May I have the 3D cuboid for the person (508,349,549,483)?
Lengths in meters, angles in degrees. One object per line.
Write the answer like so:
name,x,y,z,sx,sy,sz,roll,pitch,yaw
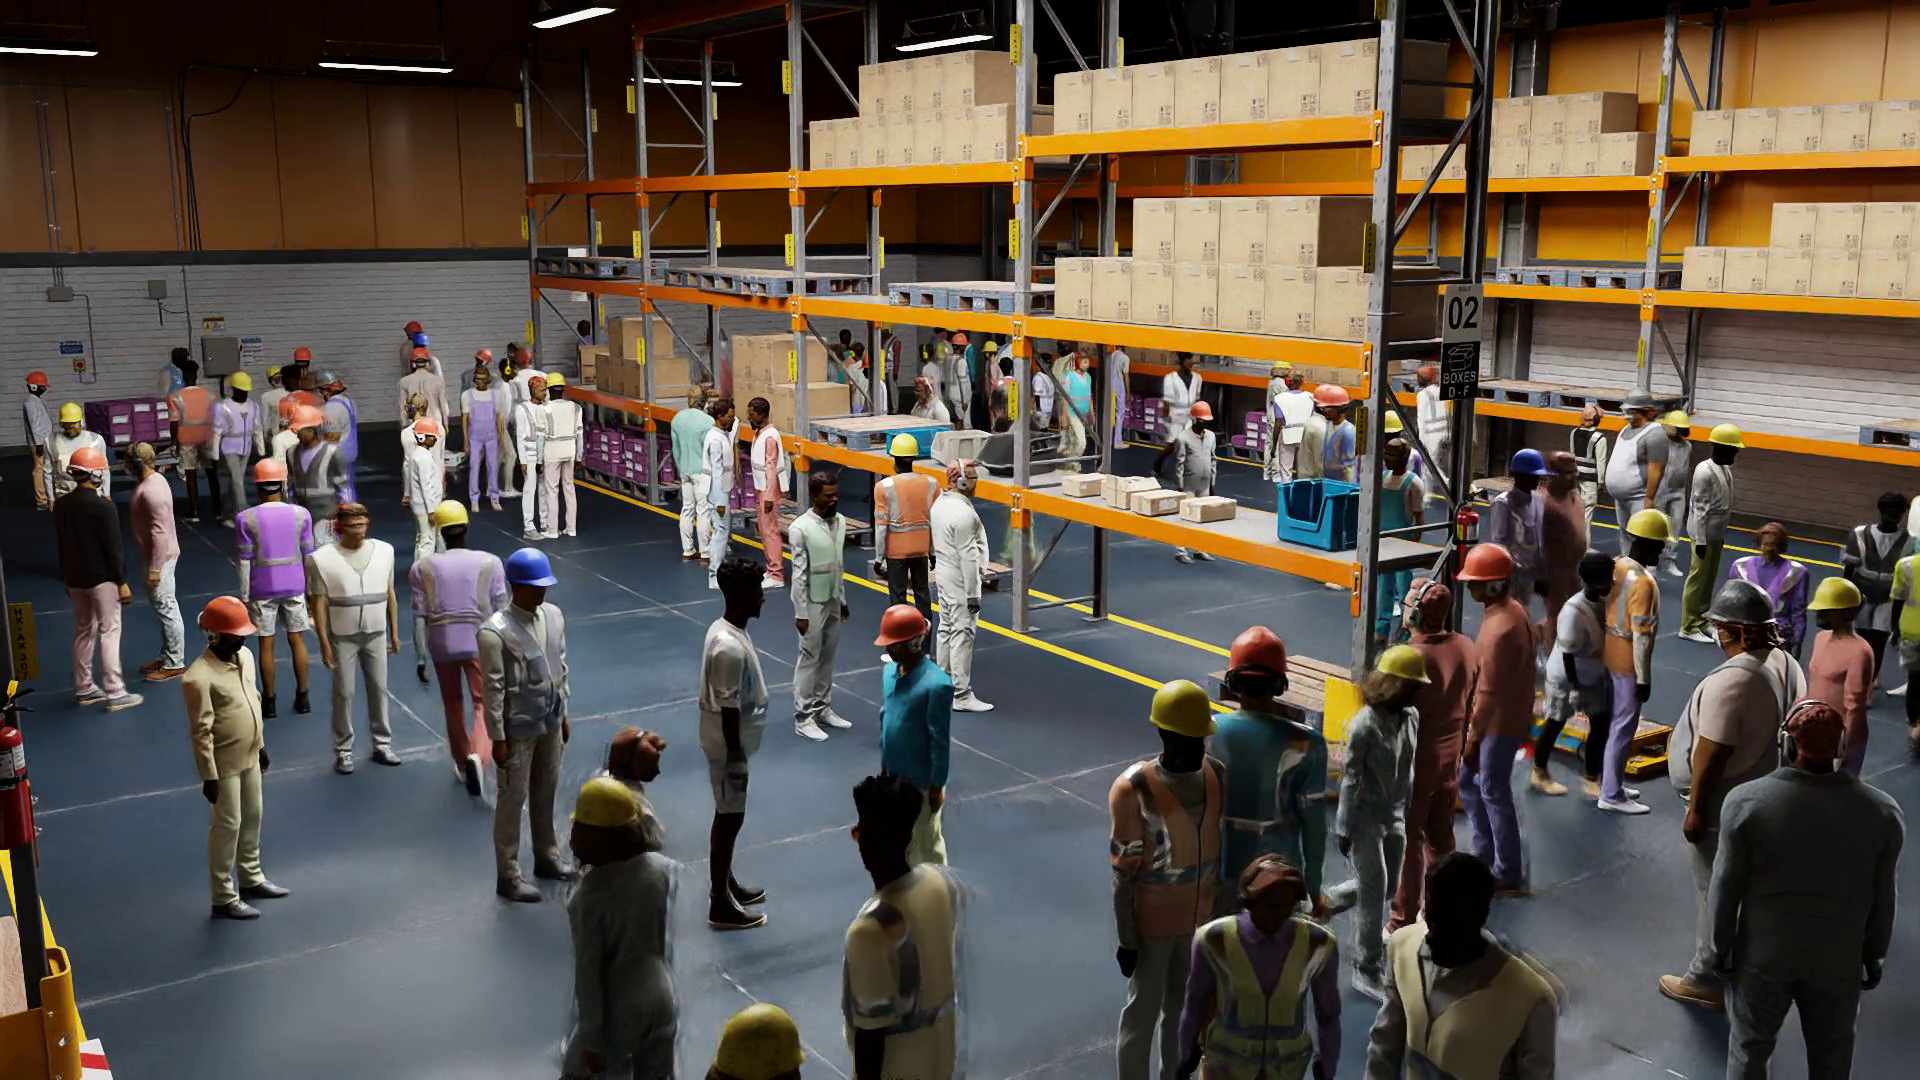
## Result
person,-5.990,-1.704,23.021,0.581,1.867,0.421,-7,13,-32

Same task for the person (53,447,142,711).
person,-6.508,0.288,12.535,0.622,1.987,0.414,5,12,24

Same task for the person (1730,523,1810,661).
person,5.524,0.682,11.417,0.518,1.632,0.314,8,14,36

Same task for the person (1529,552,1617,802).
person,3.880,0.866,10.409,0.546,1.643,0.703,-8,14,-35

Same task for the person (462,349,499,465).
person,-7.149,-1.988,24.849,0.568,1.719,0.465,1,11,5

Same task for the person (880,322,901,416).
person,-1.311,-3.109,30.326,0.403,1.825,0.593,-8,14,-37

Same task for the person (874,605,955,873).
person,-0.261,1.181,8.584,0.350,1.739,0.575,-8,14,-35

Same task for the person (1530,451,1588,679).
person,4.698,0.217,13.159,0.544,1.876,0.675,11,15,43

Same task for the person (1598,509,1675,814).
person,4.176,0.750,10.346,0.400,1.917,0.588,1,11,4

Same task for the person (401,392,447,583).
person,-5.424,-0.524,16.800,0.373,1.940,0.628,3,11,15

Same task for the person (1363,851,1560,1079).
person,1.395,1.821,4.940,0.927,1.873,0.587,-5,12,-23

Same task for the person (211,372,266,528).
person,-8.483,-1.038,19.613,0.865,1.872,0.617,5,12,26

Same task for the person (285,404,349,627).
person,-5.825,-0.256,15.242,0.613,2.020,0.815,4,12,18

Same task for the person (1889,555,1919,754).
person,6.691,0.646,11.467,0.676,1.678,0.554,-10,15,-41

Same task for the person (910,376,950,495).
person,-0.395,-0.908,18.860,0.407,1.902,0.638,-7,13,-33

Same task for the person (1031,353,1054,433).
person,1.227,-1.916,24.536,0.317,1.697,0.540,4,12,21

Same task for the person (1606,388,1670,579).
person,6.643,-0.498,16.403,0.537,2.000,0.690,-1,11,-5

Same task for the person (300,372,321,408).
person,-8.665,-1.439,22.291,0.283,1.625,0.513,-2,11,-11

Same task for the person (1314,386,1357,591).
person,3.723,-0.511,16.506,0.427,2.033,0.608,-1,11,-7

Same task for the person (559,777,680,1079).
person,-1.242,1.689,6.011,0.548,1.724,0.488,9,14,37

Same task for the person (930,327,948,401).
person,-0.337,-3.096,30.245,0.431,1.836,0.633,8,14,36

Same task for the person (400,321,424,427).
person,-8.925,-2.580,27.213,0.414,1.985,0.616,1,11,4

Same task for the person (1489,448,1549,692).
person,4.273,0.259,12.765,0.608,1.946,0.406,-10,15,-41

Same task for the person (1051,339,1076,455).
person,1.635,-2.240,25.860,0.430,1.836,0.628,-6,12,-27

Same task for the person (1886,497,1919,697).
person,7.347,0.324,12.583,0.398,1.896,0.649,-2,11,-9

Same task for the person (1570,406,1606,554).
person,6.877,-0.660,18.289,0.314,1.629,0.509,-5,12,-24

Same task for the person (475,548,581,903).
person,-2.338,0.991,9.041,0.410,1.938,0.606,6,13,28

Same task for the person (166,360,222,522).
person,-9.294,-1.208,20.223,0.609,1.965,0.368,-9,14,-39

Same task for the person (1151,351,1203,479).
person,2.996,-1.699,22.816,0.619,1.940,0.746,-4,12,-21

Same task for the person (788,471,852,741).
person,-1.007,0.450,11.865,0.379,1.917,0.591,6,13,28

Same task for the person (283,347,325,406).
person,-8.832,-1.639,22.500,0.542,1.939,0.361,-4,12,-21

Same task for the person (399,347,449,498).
person,-7.029,-1.534,21.855,0.620,1.986,0.410,-3,11,-15

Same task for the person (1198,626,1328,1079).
person,1.215,1.360,6.923,0.615,2.034,0.406,5,12,24

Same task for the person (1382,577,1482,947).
person,2.310,1.129,8.409,0.643,1.913,0.410,-8,14,-37

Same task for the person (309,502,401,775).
person,-4.037,0.639,11.118,0.565,1.834,0.390,-9,15,-40

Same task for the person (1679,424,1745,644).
person,6.552,-0.060,14.479,0.396,1.918,0.586,10,15,42

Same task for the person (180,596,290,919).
person,-3.832,1.142,8.790,0.354,1.737,0.573,1,11,5

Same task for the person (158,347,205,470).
person,-11.444,-1.914,24.276,0.839,1.815,0.639,2,11,8

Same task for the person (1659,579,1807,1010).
person,3.614,1.173,7.848,0.681,2.000,0.535,-8,14,-36

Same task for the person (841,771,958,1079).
person,-0.120,1.711,5.398,0.874,1.928,0.641,5,12,24

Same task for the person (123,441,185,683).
person,-6.421,0.169,13.265,0.371,1.935,0.627,-6,12,-27

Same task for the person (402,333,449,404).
person,-8.165,-2.184,25.338,0.617,1.919,0.760,3,11,15

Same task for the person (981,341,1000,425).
person,0.484,-2.200,25.818,0.326,1.767,0.533,1,11,4

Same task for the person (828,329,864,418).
person,-1.808,-2.388,26.386,0.587,1.920,0.394,1,11,3

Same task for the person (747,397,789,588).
person,-1.929,-0.482,16.676,0.401,1.907,0.597,-4,12,-18

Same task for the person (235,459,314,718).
person,-5.062,0.359,12.328,0.548,1.925,0.392,-8,14,-35

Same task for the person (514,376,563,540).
person,-4.849,-0.946,19.117,0.359,1.880,0.575,7,13,30

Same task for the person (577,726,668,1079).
person,-1.467,1.540,7.074,0.370,1.609,0.666,-8,13,-34
